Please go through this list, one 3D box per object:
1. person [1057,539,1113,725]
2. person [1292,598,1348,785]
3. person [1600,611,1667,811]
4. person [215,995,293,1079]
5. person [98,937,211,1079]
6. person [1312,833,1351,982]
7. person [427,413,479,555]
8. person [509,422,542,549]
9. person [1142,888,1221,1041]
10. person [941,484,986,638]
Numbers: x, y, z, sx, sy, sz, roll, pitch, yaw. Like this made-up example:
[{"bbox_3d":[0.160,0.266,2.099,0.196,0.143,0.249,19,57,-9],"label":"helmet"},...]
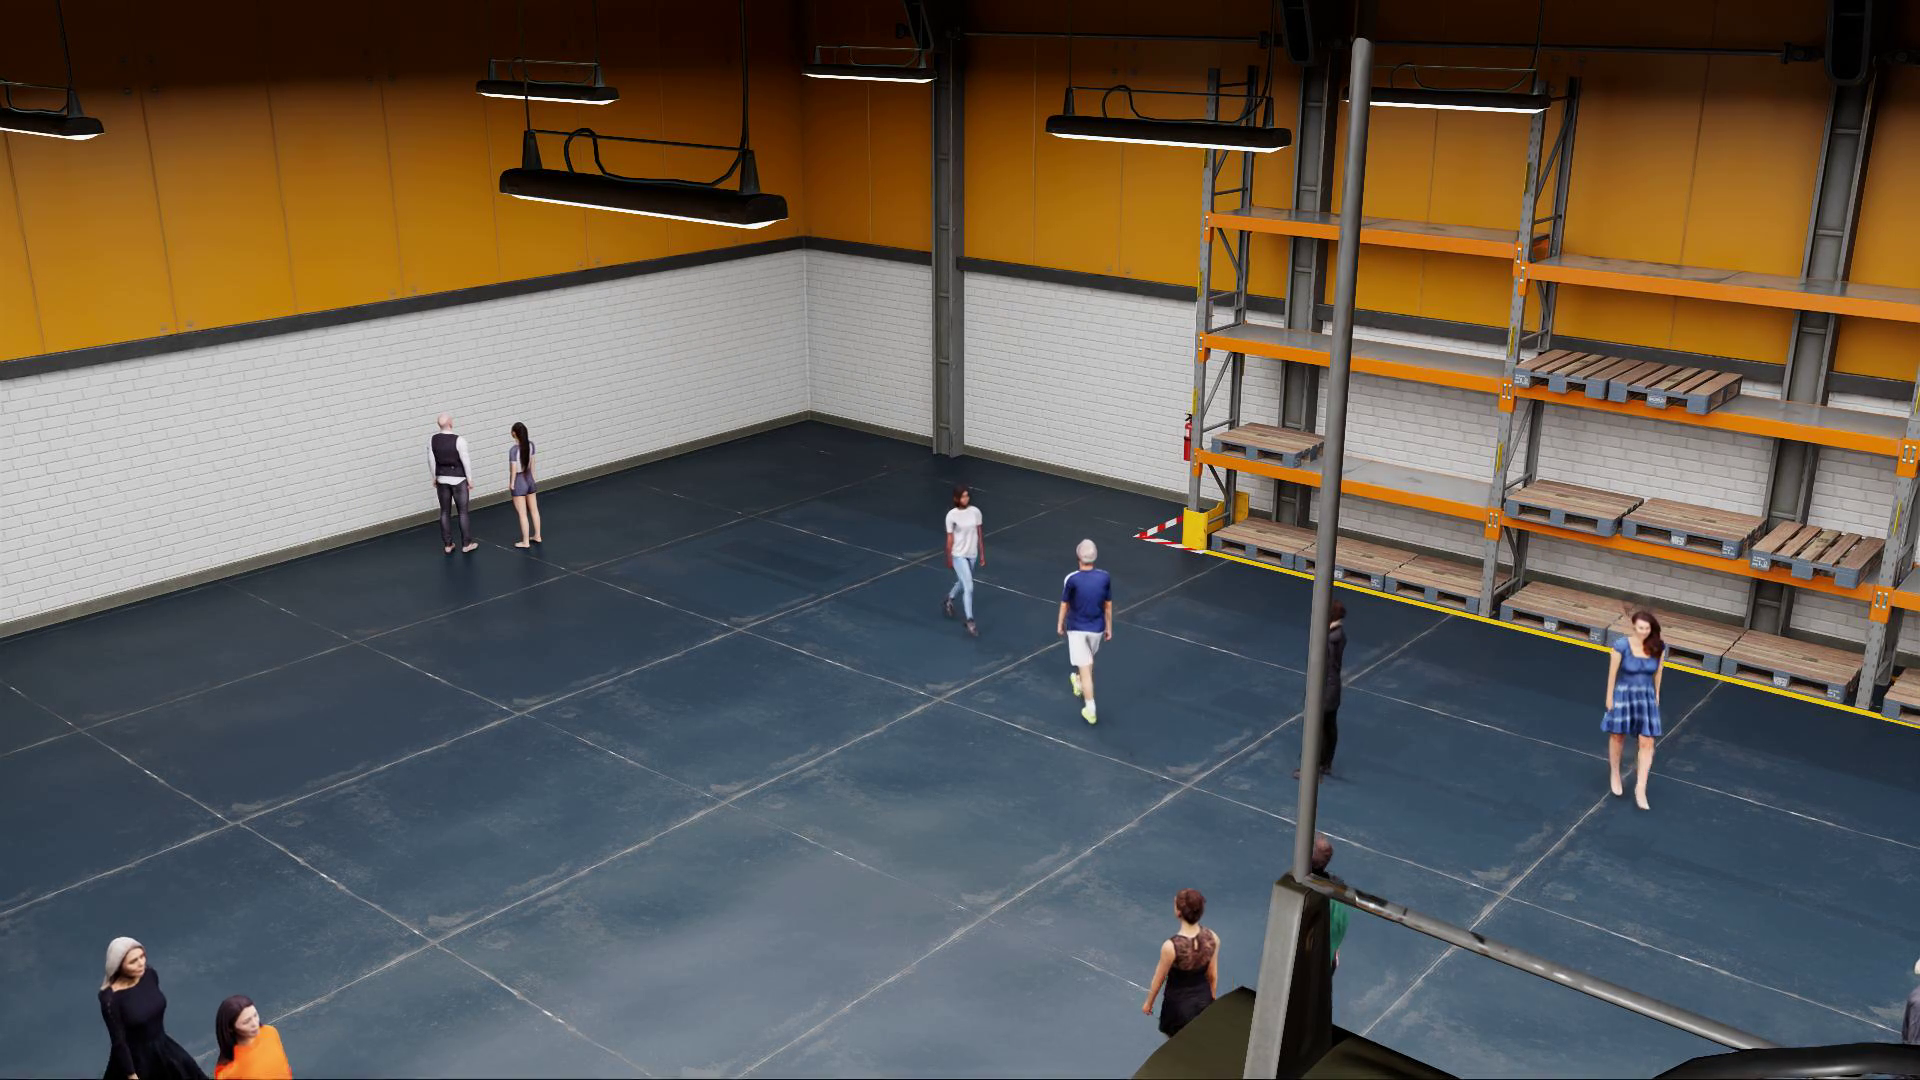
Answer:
[{"bbox_3d":[1.264,0.930,16.356,1.056,1.784,1.240,-6,19,-16],"label":"person"},{"bbox_3d":[3.315,1.346,15.128,0.576,1.779,0.612,14,23,36],"label":"person"},{"bbox_3d":[5.961,1.452,14.806,0.920,1.784,0.957,2,19,5],"label":"person"},{"bbox_3d":[-4.015,3.309,9.393,1.171,1.719,0.956,3,19,10],"label":"person"},{"bbox_3d":[-4.940,3.143,9.925,1.247,1.695,0.889,7,20,19],"label":"person"},{"bbox_3d":[2.285,2.777,10.795,0.804,1.833,0.880,-9,21,-25],"label":"person"},{"bbox_3d":[-6.485,-0.727,21.213,0.751,1.824,0.843,1,19,3],"label":"person"},{"bbox_3d":[-5.627,-0.724,21.476,0.589,1.650,0.635,10,21,26],"label":"person"},{"bbox_3d":[1.467,2.986,10.440,0.665,1.663,0.728,-11,21,-29],"label":"person"},{"bbox_3d":[0.008,0.190,18.720,0.795,1.677,1.199,-12,22,-32],"label":"person"}]
